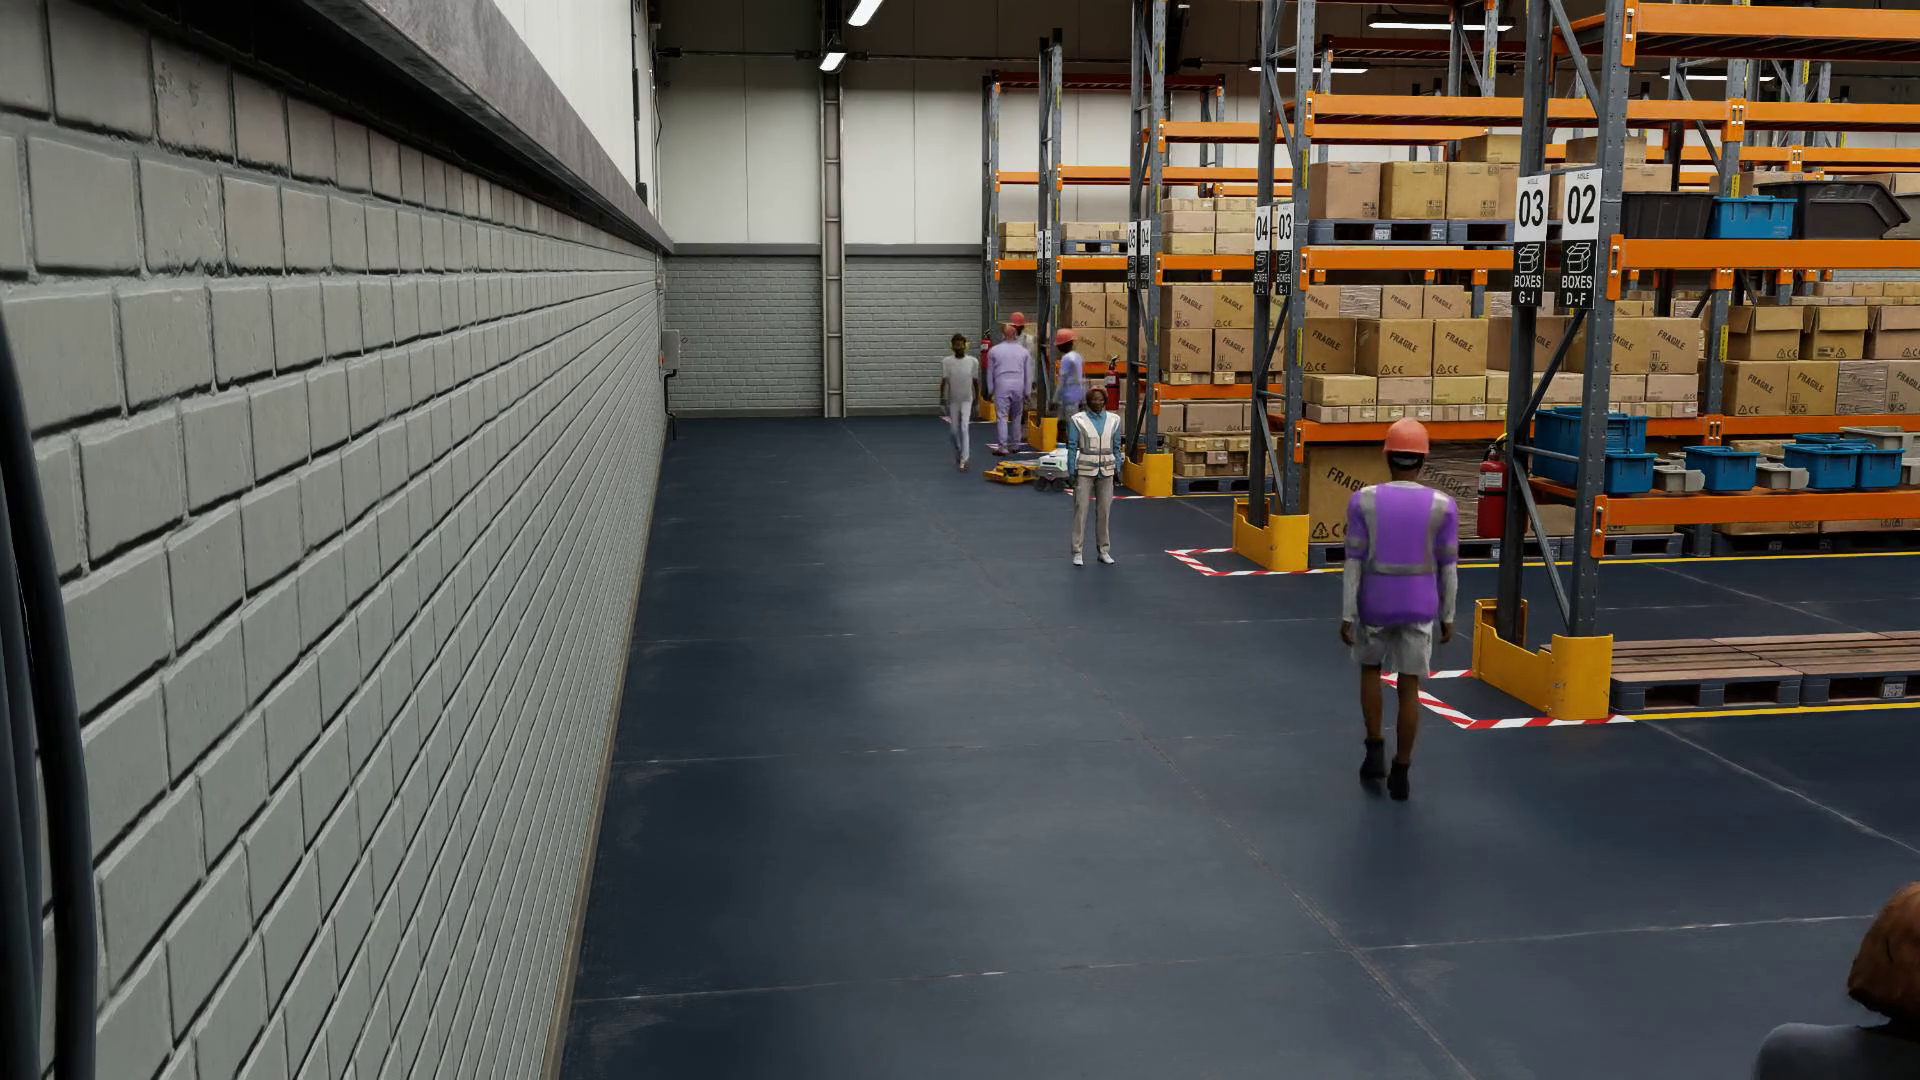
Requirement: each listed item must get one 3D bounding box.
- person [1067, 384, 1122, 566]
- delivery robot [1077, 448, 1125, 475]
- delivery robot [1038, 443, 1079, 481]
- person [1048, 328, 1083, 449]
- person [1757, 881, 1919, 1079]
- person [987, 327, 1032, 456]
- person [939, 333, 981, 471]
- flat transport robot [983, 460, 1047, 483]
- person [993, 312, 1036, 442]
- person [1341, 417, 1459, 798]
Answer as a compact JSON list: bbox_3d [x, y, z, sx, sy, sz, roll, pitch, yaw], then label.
[{"bbox_3d":[1.215,-0.586,15.006,0.522,1.636,0.310,-3,10,-15],"label":"person"},{"bbox_3d":[1.686,-0.991,20.544,0.707,0.478,0.477,8,12,41],"label":"delivery robot"},{"bbox_3d":[1.235,-0.932,20.180,0.477,0.478,0.707,5,11,29],"label":"delivery robot"},{"bbox_3d":[1.528,-1.905,22.399,0.920,1.897,0.548,3,10,15],"label":"person"},{"bbox_3d":[1.665,1.376,2.960,0.515,1.608,0.571,6,11,32],"label":"person"},{"bbox_3d":[0.712,-2.140,23.989,0.650,1.849,0.703,-1,9,-5],"label":"person"},{"bbox_3d":[0.006,-1.852,22.197,0.567,1.842,0.644,1,9,7],"label":"person"},{"bbox_3d":[1.072,-0.893,21.096,1.431,0.197,0.652,-5,10,-28],"label":"flat transport robot"},{"bbox_3d":[0.829,-2.494,25.561,0.614,2.017,0.626,-5,11,-29],"label":"person"},{"bbox_3d":[2.235,0.333,8.478,0.568,1.913,0.589,2,9,12],"label":"person"}]
